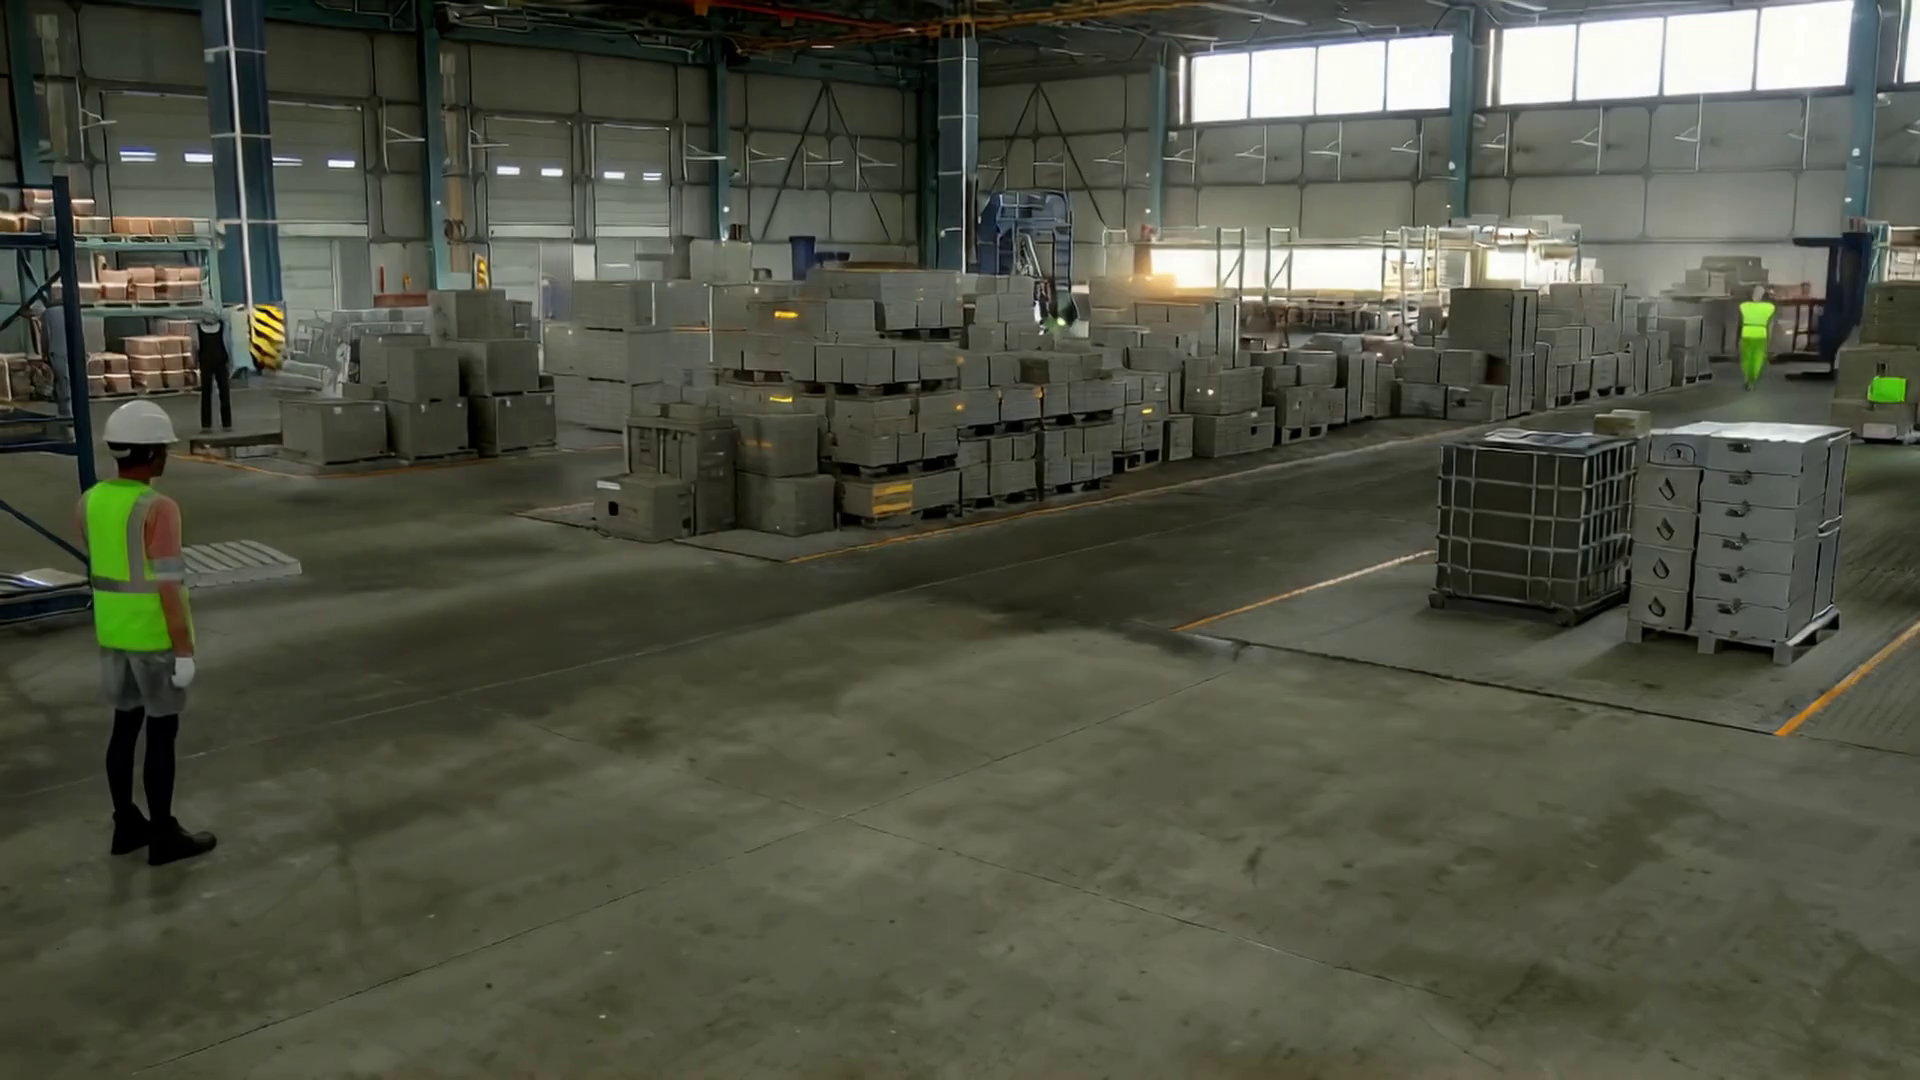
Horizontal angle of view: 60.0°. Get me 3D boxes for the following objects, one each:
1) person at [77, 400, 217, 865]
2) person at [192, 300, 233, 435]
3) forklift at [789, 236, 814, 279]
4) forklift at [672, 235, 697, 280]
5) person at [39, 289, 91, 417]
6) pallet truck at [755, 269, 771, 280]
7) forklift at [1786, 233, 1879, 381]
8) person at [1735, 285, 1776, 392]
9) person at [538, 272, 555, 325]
[{"bbox_3d":[-3.384,0.383,6.940,0.539,1.930,0.387,5,11,26],"label":"person"},{"bbox_3d":[-10.215,-2.356,22.755,0.506,1.846,0.346,-3,10,-17],"label":"person"},{"bbox_3d":[-3.776,-5.883,39.886,1.873,2.768,1.129,2,10,12],"label":"forklift"},{"bbox_3d":[-6.103,-5.366,36.943,1.873,2.768,1.129,0,10,1],"label":"forklift"},{"bbox_3d":[-13.313,-2.760,24.784,0.631,1.940,0.372,-4,11,-23],"label":"person"},{"bbox_3d":[-4.996,-6.432,45.525,1.885,1.965,0.823,-6,12,-32],"label":"pallet truck"},{"bbox_3d":[16.779,-4.358,31.202,1.873,2.768,1.129,8,13,40],"label":"forklift"},{"bbox_3d":[14.111,-3.574,29.524,0.630,1.899,0.519,4,11,22],"label":"person"},{"bbox_3d":[-10.824,-6.066,43.670,0.495,1.924,0.557,-5,11,-28],"label":"person"}]
